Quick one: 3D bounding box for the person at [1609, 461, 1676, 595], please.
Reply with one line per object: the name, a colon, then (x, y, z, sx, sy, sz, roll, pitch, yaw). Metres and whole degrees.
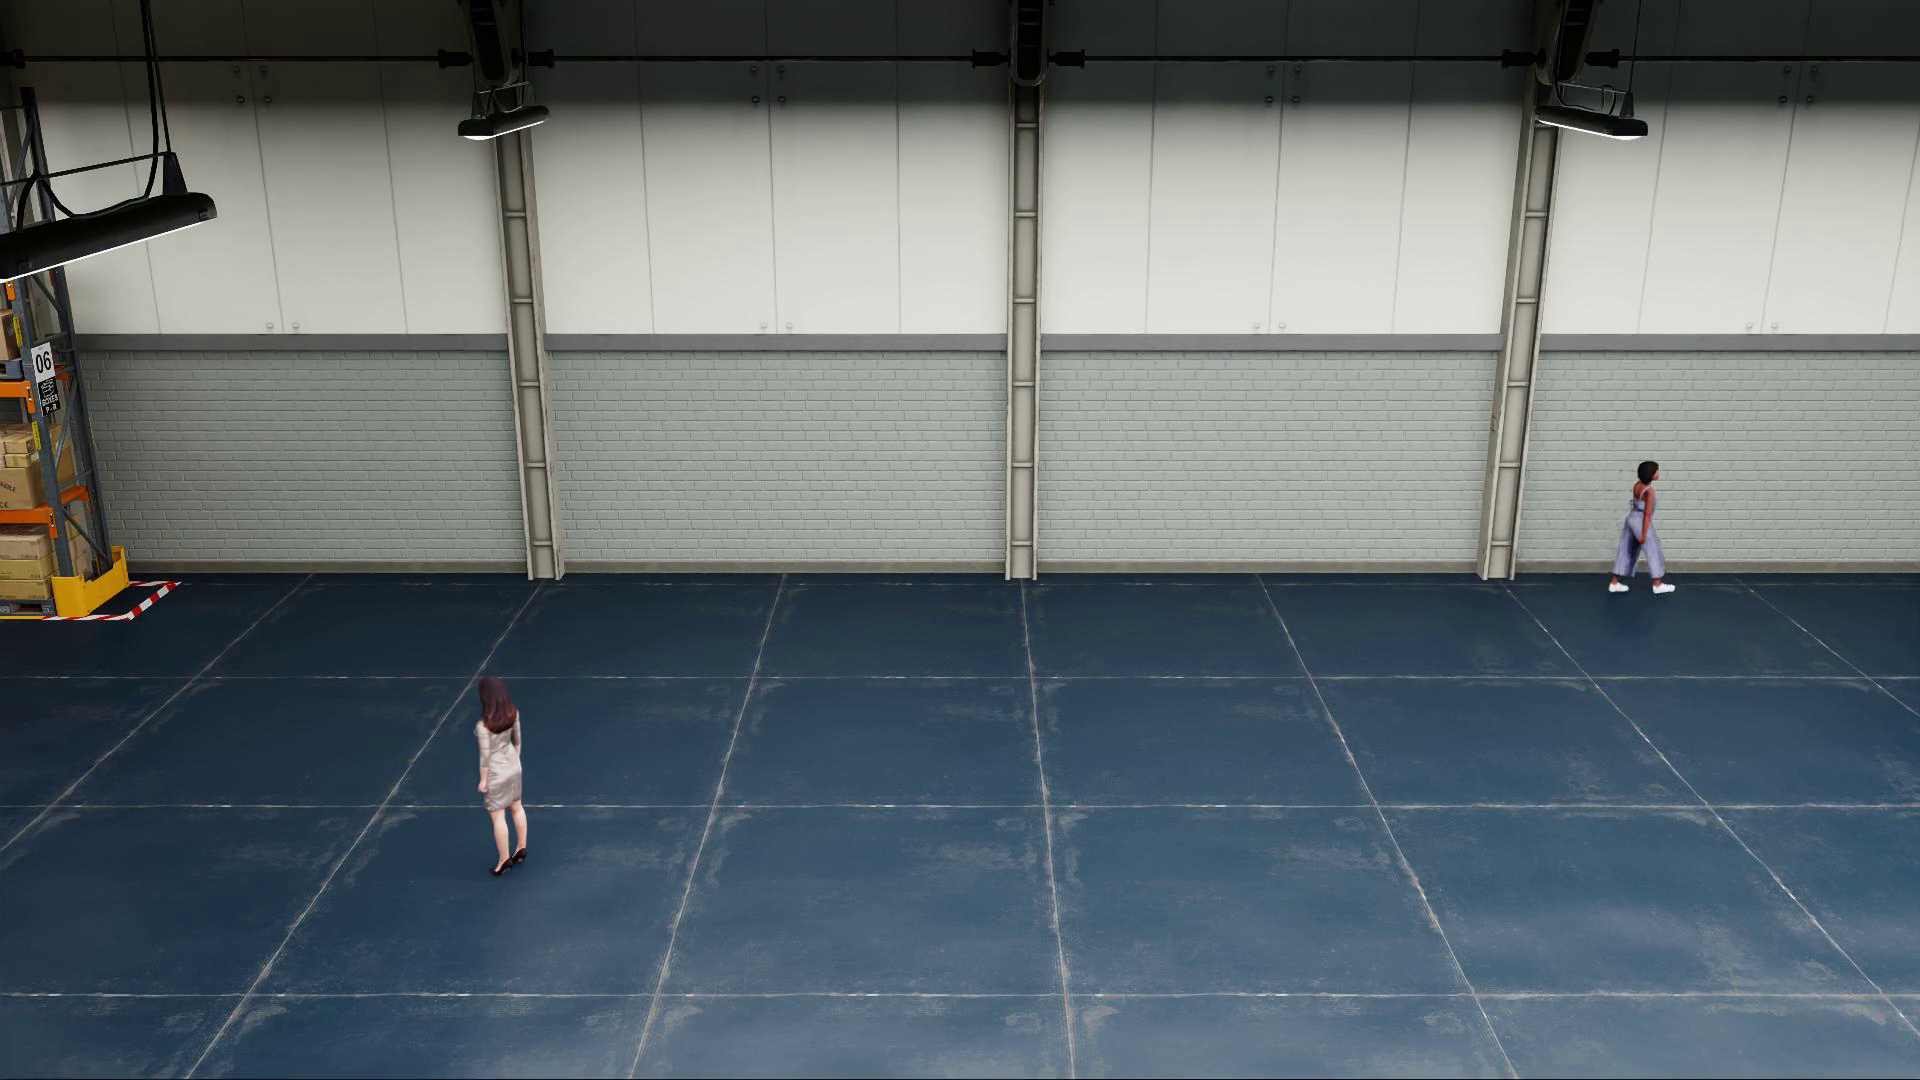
person: (8.139, -0.130, 20.130, 0.999, 1.665, 0.665, -3, 18, -8)

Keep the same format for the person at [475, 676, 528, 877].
person: (-3.770, 1.929, 13.679, 0.665, 1.745, 0.662, 10, 21, 28)
